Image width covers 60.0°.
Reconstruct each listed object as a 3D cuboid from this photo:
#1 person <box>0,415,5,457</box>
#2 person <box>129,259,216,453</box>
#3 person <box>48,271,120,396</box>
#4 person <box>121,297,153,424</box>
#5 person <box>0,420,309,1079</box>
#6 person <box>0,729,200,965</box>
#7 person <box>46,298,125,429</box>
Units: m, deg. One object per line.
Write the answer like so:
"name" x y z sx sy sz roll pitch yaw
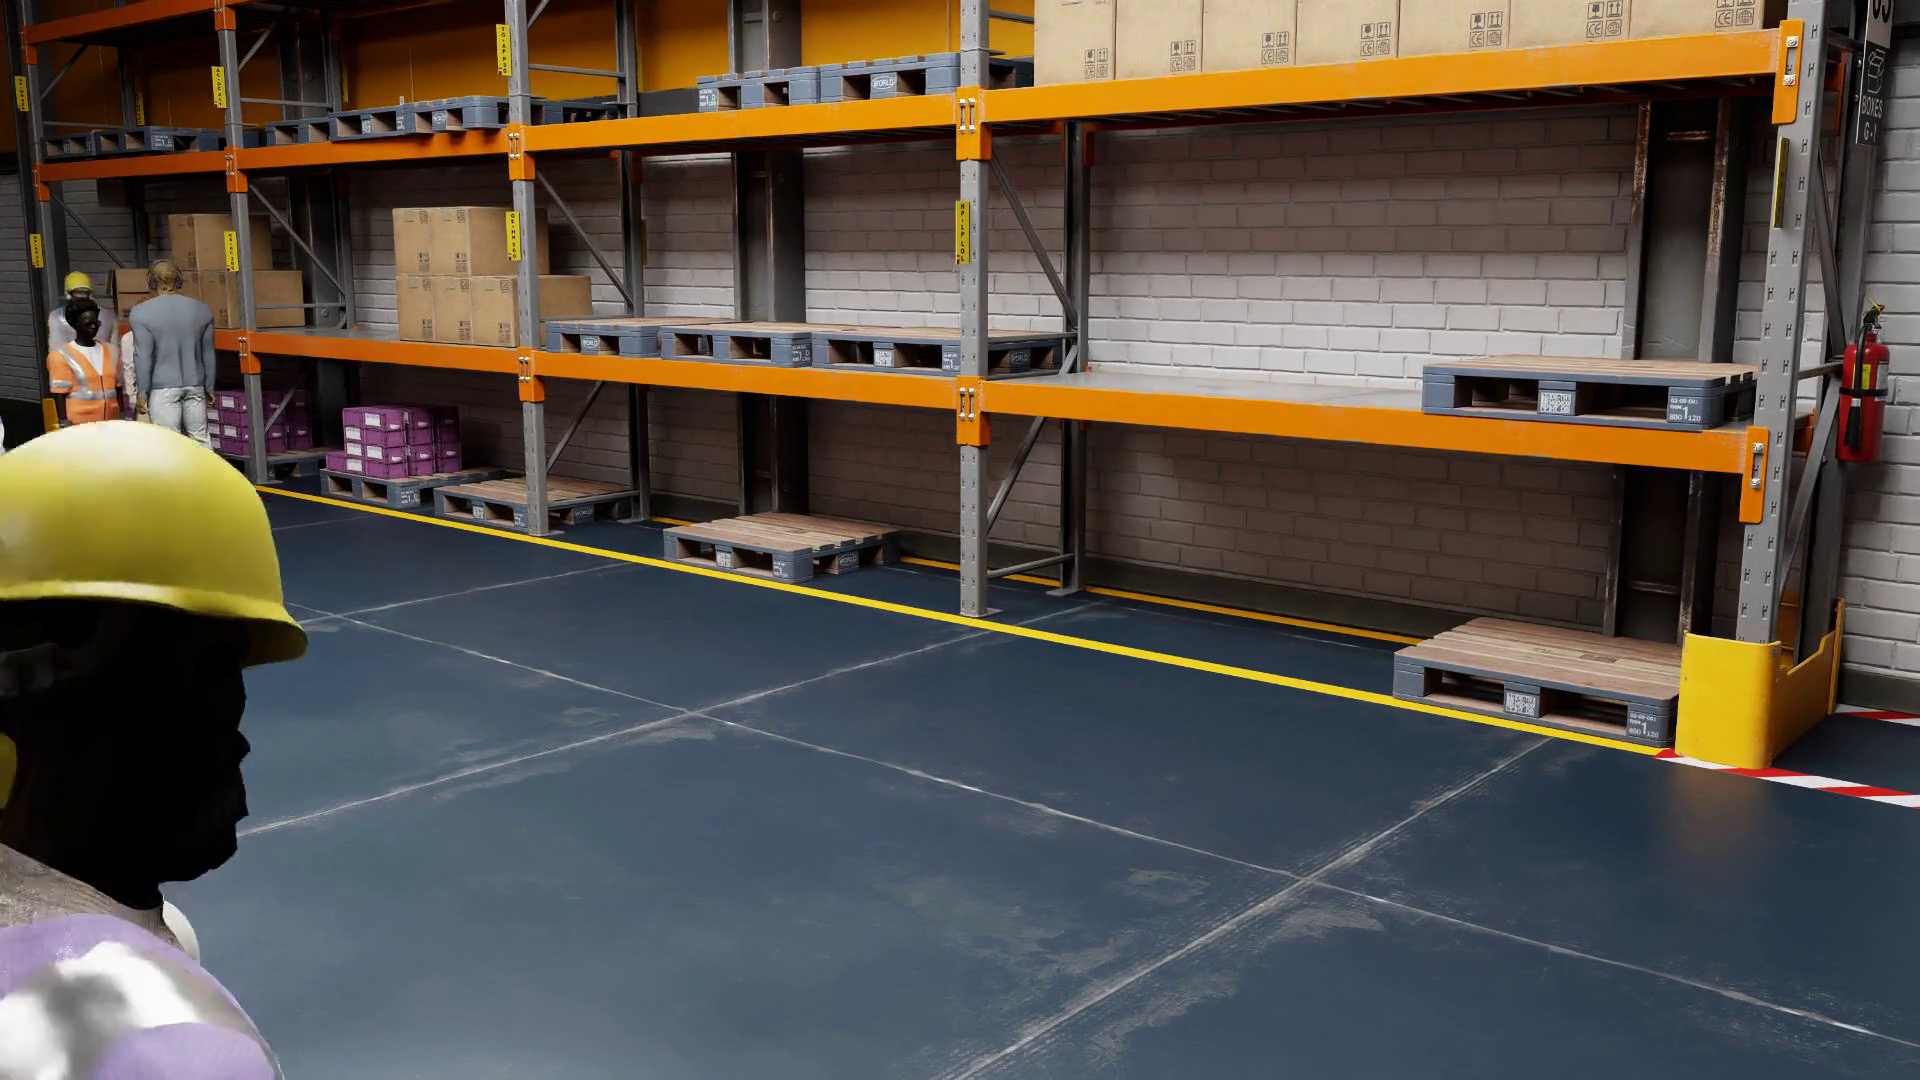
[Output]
"person" -4.582 -0.281 7.694 0.542 1.931 0.375 4 11 24
"person" -5.870 -1.120 12.458 0.366 1.935 0.630 8 12 37
"person" -7.700 -1.448 14.650 0.424 1.817 0.624 8 13 39
"person" -6.662 -1.193 13.762 0.282 1.625 0.493 6 11 30
"person" -0.609 0.856 1.330 0.590 1.884 0.615 -9 13 -41
"person" -0.962 0.892 1.550 0.626 1.733 0.544 3 10 16
"person" -5.880 -0.782 11.248 0.322 1.690 0.536 5 11 25
